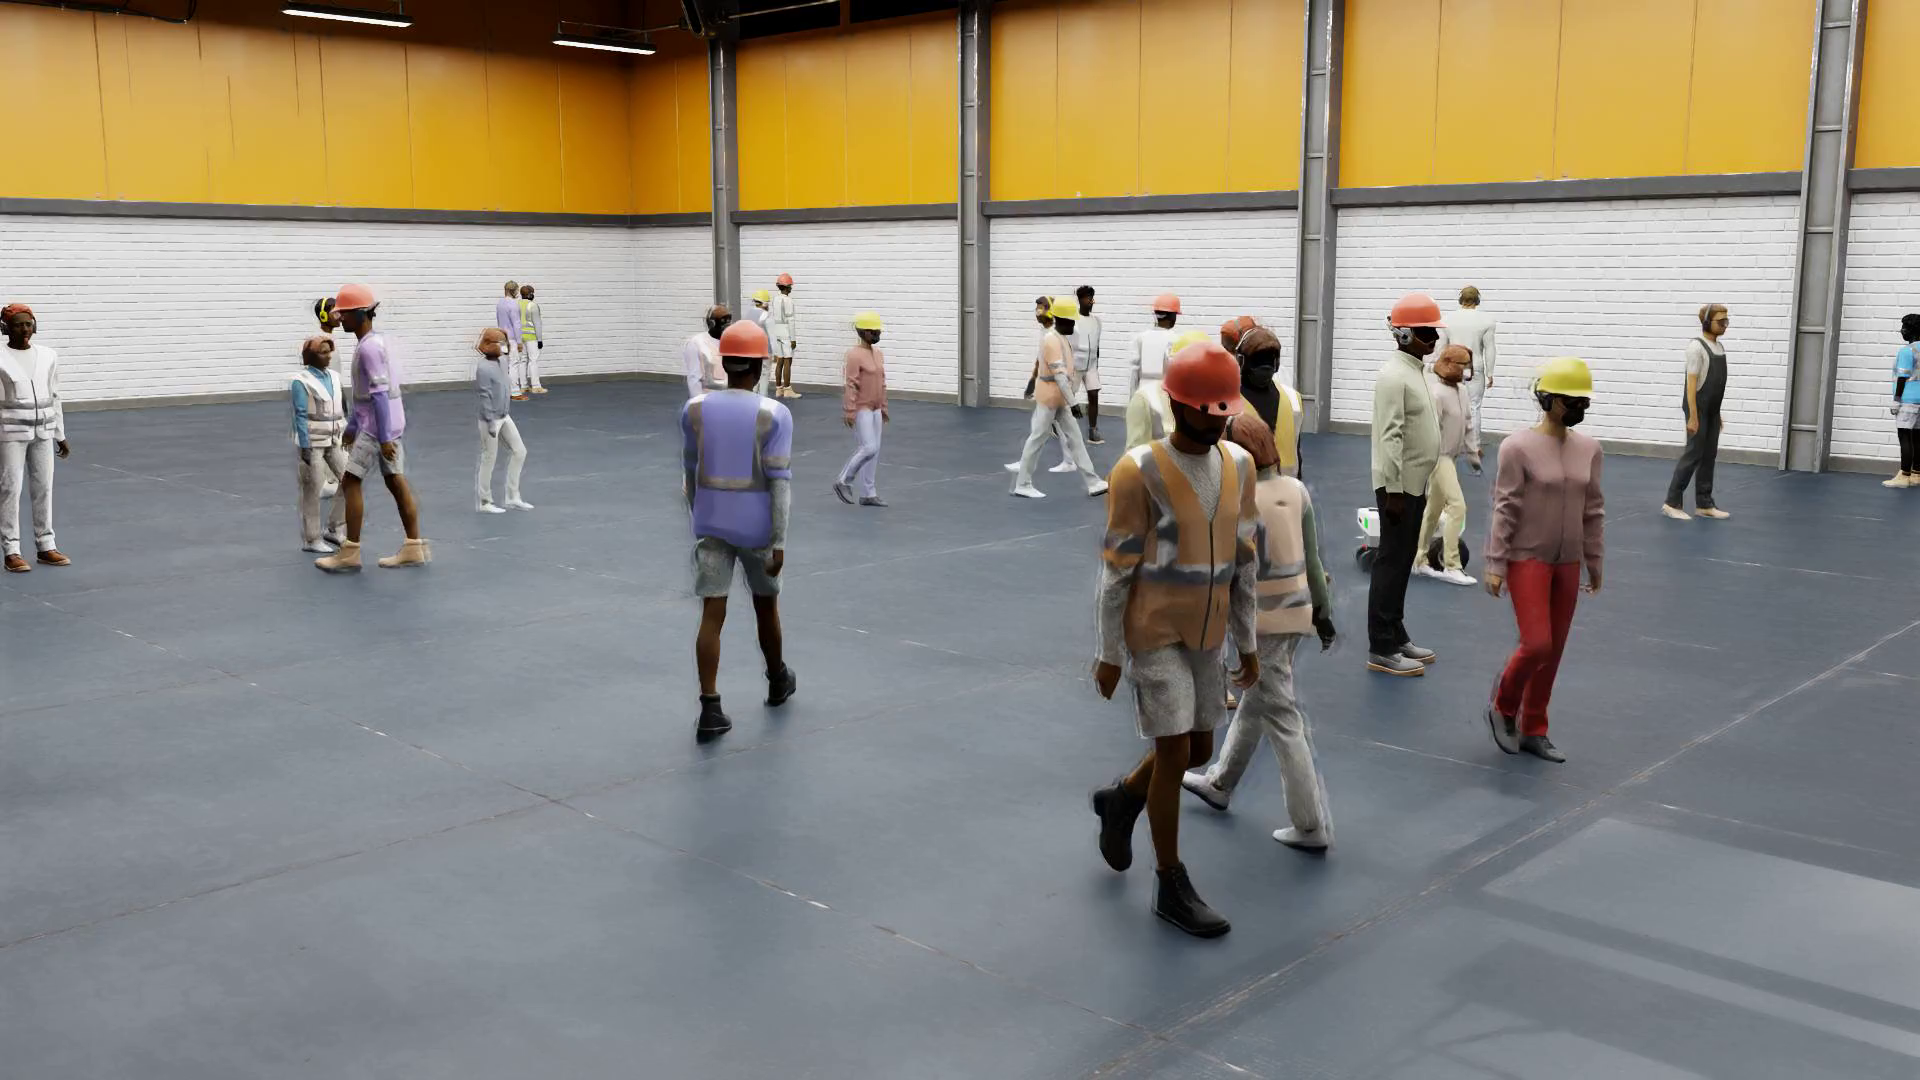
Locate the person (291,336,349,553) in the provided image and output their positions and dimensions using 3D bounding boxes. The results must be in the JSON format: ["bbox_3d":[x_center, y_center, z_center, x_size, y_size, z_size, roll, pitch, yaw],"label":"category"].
[{"bbox_3d":[-4.728,-0.701,12.370,0.459,1.623,0.546,3,10,19],"label":"person"}]

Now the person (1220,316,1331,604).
[{"bbox_3d":[1.812,-0.417,9.981,0.739,1.852,0.617,5,11,29],"label":"person"}]

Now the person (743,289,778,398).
[{"bbox_3d":[-2.980,-2.864,25.053,0.614,1.813,0.429,8,12,39],"label":"person"}]

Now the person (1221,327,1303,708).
[{"bbox_3d":[1.415,-0.107,8.086,0.633,1.839,0.429,-4,10,-25],"label":"person"}]

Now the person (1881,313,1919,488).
[{"bbox_3d":[9.223,-1.348,16.150,0.532,1.693,0.319,-8,12,-39],"label":"person"}]

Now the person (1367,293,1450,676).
[{"bbox_3d":[2.350,-0.297,8.769,0.382,1.993,0.622,5,10,26],"label":"person"}]

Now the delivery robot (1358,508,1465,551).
[{"bbox_3d":[3.166,-0.102,11.693,0.707,0.478,0.477,1,9,7],"label":"delivery robot"}]

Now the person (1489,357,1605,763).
[{"bbox_3d":[2.516,0.095,7.096,0.542,1.751,0.388,-4,10,-21],"label":"person"}]

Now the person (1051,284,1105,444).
[{"bbox_3d":[1.445,-2.161,20.385,0.595,1.940,0.899,-5,10,-27],"label":"person"}]

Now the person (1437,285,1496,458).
[{"bbox_3d":[5.653,-1.869,18.585,0.638,1.937,0.357,5,10,28],"label":"person"}]

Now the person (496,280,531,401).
[{"bbox_3d":[-7.189,-3.185,26.673,0.372,1.934,0.627,-8,12,-41],"label":"person"}]

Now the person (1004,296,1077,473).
[{"bbox_3d":[0.824,-1.593,17.223,0.905,1.833,0.510,-2,9,-11],"label":"person"}]

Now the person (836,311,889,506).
[{"bbox_3d":[-0.824,-1.156,14.799,0.380,1.755,0.525,5,10,27],"label":"person"}]

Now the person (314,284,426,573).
[{"bbox_3d":[-4.203,-0.773,11.636,0.861,2.005,0.602,-2,9,-10],"label":"person"}]

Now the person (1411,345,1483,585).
[{"bbox_3d":[3.356,-0.507,11.249,0.662,1.609,0.519,7,11,35],"label":"person"}]

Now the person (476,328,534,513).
[{"bbox_3d":[-3.949,-1.026,14.399,0.565,1.613,0.520,2,9,13],"label":"person"}]

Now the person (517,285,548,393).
[{"bbox_3d":[-7.347,-3.423,28.404,0.627,1.846,0.429,6,11,34],"label":"person"}]

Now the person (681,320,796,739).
[{"bbox_3d":[-1.020,-0.072,7.747,0.552,1.886,0.985,1,9,9],"label":"person"}]

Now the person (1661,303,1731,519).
[{"bbox_3d":[6.307,-1.079,14.076,0.509,1.855,0.387,-8,12,-41],"label":"person"}]

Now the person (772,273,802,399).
[{"bbox_3d":[-2.847,-3.332,27.220,0.362,2.048,0.610,-6,11,-34],"label":"person"}]

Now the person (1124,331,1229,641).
[{"bbox_3d":[1.207,-0.268,9.272,0.628,1.764,0.945,-3,10,-15],"label":"person"}]

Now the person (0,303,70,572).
[{"bbox_3d":[-6.591,-0.725,11.736,0.342,1.882,0.579,5,11,30],"label":"person"}]

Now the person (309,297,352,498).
[{"bbox_3d":[-5.723,-1.291,15.280,0.494,1.857,0.552,-1,9,-6],"label":"person"}]

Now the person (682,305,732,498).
[{"bbox_3d":[-2.219,-1.218,15.047,0.615,1.805,0.963,-7,12,-38],"label":"person"}]

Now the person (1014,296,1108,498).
[{"bbox_3d":[0.960,-1.290,15.257,1.035,1.856,0.596,3,10,16],"label":"person"}]

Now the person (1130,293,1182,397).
[{"bbox_3d":[1.893,-1.268,15.024,0.576,1.892,0.941,8,12,40],"label":"person"}]

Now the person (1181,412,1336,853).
[{"bbox_3d":[1.080,0.320,6.183,0.572,1.589,0.827,-9,13,-42],"label":"person"}]

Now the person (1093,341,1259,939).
[{"bbox_3d":[0.656,0.289,5.470,0.550,1.902,0.744,-6,11,-33],"label":"person"}]
